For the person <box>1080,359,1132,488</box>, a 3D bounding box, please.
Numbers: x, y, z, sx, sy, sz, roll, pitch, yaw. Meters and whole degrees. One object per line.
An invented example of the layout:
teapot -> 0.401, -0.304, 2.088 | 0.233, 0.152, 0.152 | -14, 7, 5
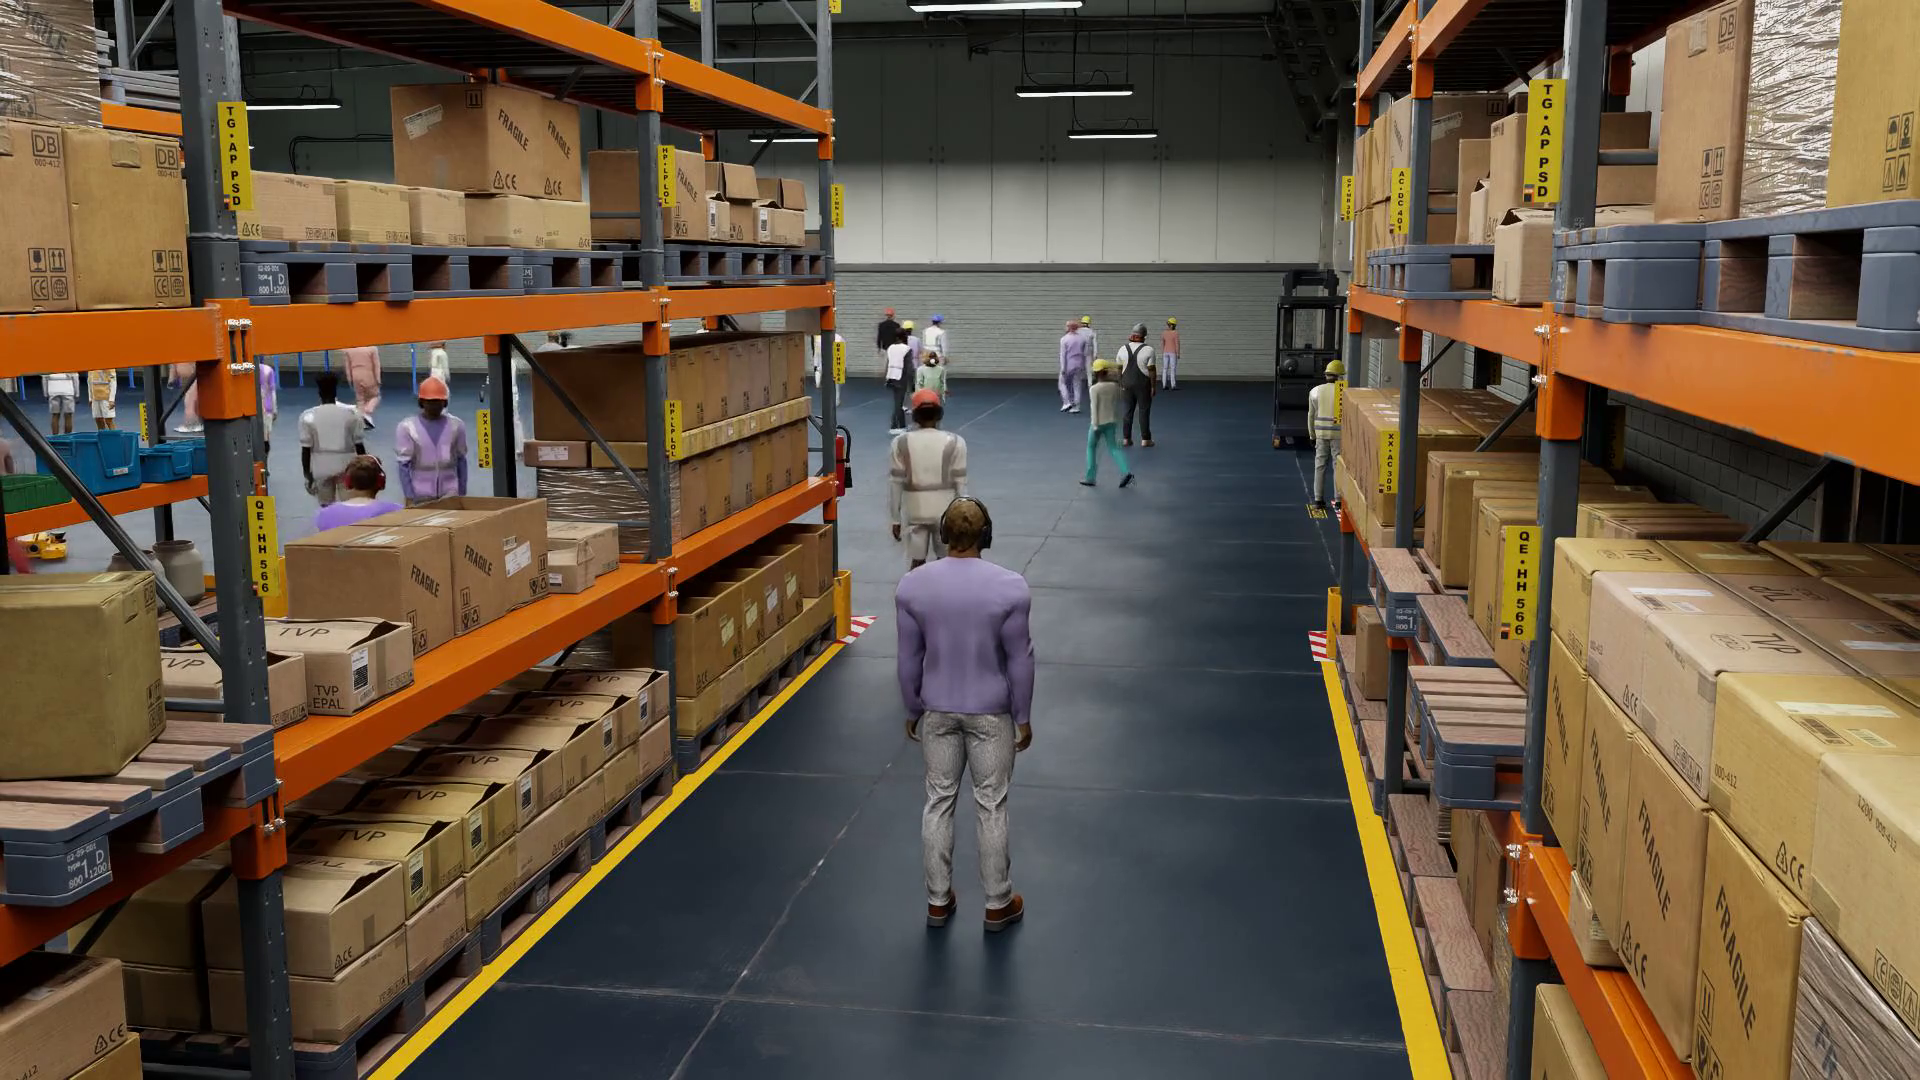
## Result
person -> 1.983, -1.583, 22.518 | 0.520, 1.736, 0.789 | -7, 11, -36

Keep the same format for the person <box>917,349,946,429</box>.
person -> -0.473, -2.312, 27.327 | 0.507, 1.632, 0.274 | -4, 10, -25

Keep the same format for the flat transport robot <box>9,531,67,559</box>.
flat transport robot -> -9.877, 0.086, 16.860 | 1.431, 0.197, 0.652 | -5, 10, -26

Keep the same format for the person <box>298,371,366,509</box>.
person -> -6.149, -0.687, 16.334 | 0.619, 1.949, 0.729 | -3, 10, -17

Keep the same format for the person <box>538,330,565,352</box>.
person -> -7.023, -2.705, 28.812 | 0.637, 1.938, 0.355 | 5, 11, 29

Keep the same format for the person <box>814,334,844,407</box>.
person -> -2.819, -3.742, 35.586 | 0.632, 1.826, 0.494 | 2, 9, 13

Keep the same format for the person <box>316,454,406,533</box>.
person -> -3.534, 0.398, 10.040 | 0.588, 1.826, 0.538 | 1, 9, 4

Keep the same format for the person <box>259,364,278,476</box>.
person -> -10.044, -1.869, 23.757 | 0.566, 1.908, 0.421 | -4, 10, -26

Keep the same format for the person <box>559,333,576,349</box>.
person -> -8.101, -3.432, 34.182 | 0.510, 1.634, 0.839 | 2, 9, 10

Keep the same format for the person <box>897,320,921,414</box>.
person -> -1.105, -3.526, 33.963 | 0.617, 1.903, 0.652 | -7, 12, -38

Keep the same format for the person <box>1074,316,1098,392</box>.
person -> 3.030, -4.487, 40.132 | 0.599, 1.830, 0.404 | 2, 9, 13

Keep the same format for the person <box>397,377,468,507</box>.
person -> -4.609, -0.431, 14.621 | 0.625, 1.989, 1.022 | -5, 10, -28

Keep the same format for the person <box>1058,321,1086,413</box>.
person -> 2.295, -3.561, 34.262 | 0.664, 1.892, 0.469 | -6, 11, -31

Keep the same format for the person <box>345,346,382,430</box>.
person -> -10.939, -2.972, 30.576 | 0.667, 1.895, 0.427 | 1, 9, 8

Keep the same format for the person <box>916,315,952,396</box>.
person -> -0.618, -4.309, 38.897 | 0.803, 1.894, 0.555 | 5, 10, 26

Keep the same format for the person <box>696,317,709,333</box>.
person -> -5.885, -4.244, 38.504 | 0.513, 1.877, 0.328 | 1, 9, 8

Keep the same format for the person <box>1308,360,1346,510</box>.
person -> 4.578, -1.295, 20.442 | 0.601, 1.830, 0.403 | 6, 11, 34

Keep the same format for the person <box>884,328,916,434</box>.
person -> -1.030, -2.874, 30.099 | 0.930, 1.876, 0.684 | -9, 13, -44

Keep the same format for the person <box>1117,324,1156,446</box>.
person -> 3.006, -2.593, 27.940 | 0.688, 2.000, 0.536 | 6, 11, 31

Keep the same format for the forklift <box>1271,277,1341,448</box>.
forklift -> 5.847, -3.016, 27.970 | 1.129, 2.768, 1.873 | 1, 9, 9

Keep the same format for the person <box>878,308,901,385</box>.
person -> -1.765, -4.991, 42.899 | 0.651, 1.937, 1.005 | 4, 10, 22

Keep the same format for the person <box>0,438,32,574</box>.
person -> -8.824, -0.366, 15.043 | 0.903, 1.718, 0.534 | 1, 9, 4

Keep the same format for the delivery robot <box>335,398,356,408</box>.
delivery robot -> -11.655, -2.401, 31.035 | 0.477, 0.478, 0.707 | 8, 12, 40

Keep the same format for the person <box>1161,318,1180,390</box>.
person -> 5.190, -4.575, 40.908 | 0.524, 1.759, 0.328 | 8, 12, 42

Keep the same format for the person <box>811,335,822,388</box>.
person -> -3.407, -4.724, 41.566 | 0.634, 1.841, 0.429 | 4, 10, 24

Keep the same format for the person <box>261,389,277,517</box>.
person -> -8.419, -1.197, 19.721 | 0.721, 1.878, 0.382 | 3, 10, 21

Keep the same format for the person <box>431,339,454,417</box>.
person -> -10.148, -3.166, 32.633 | 0.593, 1.615, 0.589 | -7, 11, -37

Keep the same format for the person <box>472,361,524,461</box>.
person -> -7.076, -2.123, 25.490 | 0.912, 1.845, 0.615 | -8, 12, -39

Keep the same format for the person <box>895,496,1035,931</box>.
person -> 0.029, 0.766, 7.403 | 0.627, 1.941, 0.371 | 3, 10, 16

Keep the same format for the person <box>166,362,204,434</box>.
person -> -13.955, -2.850, 29.961 | 0.662, 1.857, 0.946 | 5, 11, 30

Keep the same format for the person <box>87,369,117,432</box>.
person -> -13.356, -2.220, 25.834 | 0.551, 1.933, 0.365 | 4, 10, 25

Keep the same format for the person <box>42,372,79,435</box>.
person -> -14.594, -2.398, 27.031 | 0.548, 1.917, 0.482 | -2, 9, -14

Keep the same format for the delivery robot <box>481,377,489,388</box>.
delivery robot -> -10.583, -3.564, 37.410 | 0.335, 0.223, 0.698 | -4, 10, -22

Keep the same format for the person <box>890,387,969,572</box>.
person -> -0.243, -0.196, 13.102 | 0.622, 2.014, 0.696 | 1, 9, 9
